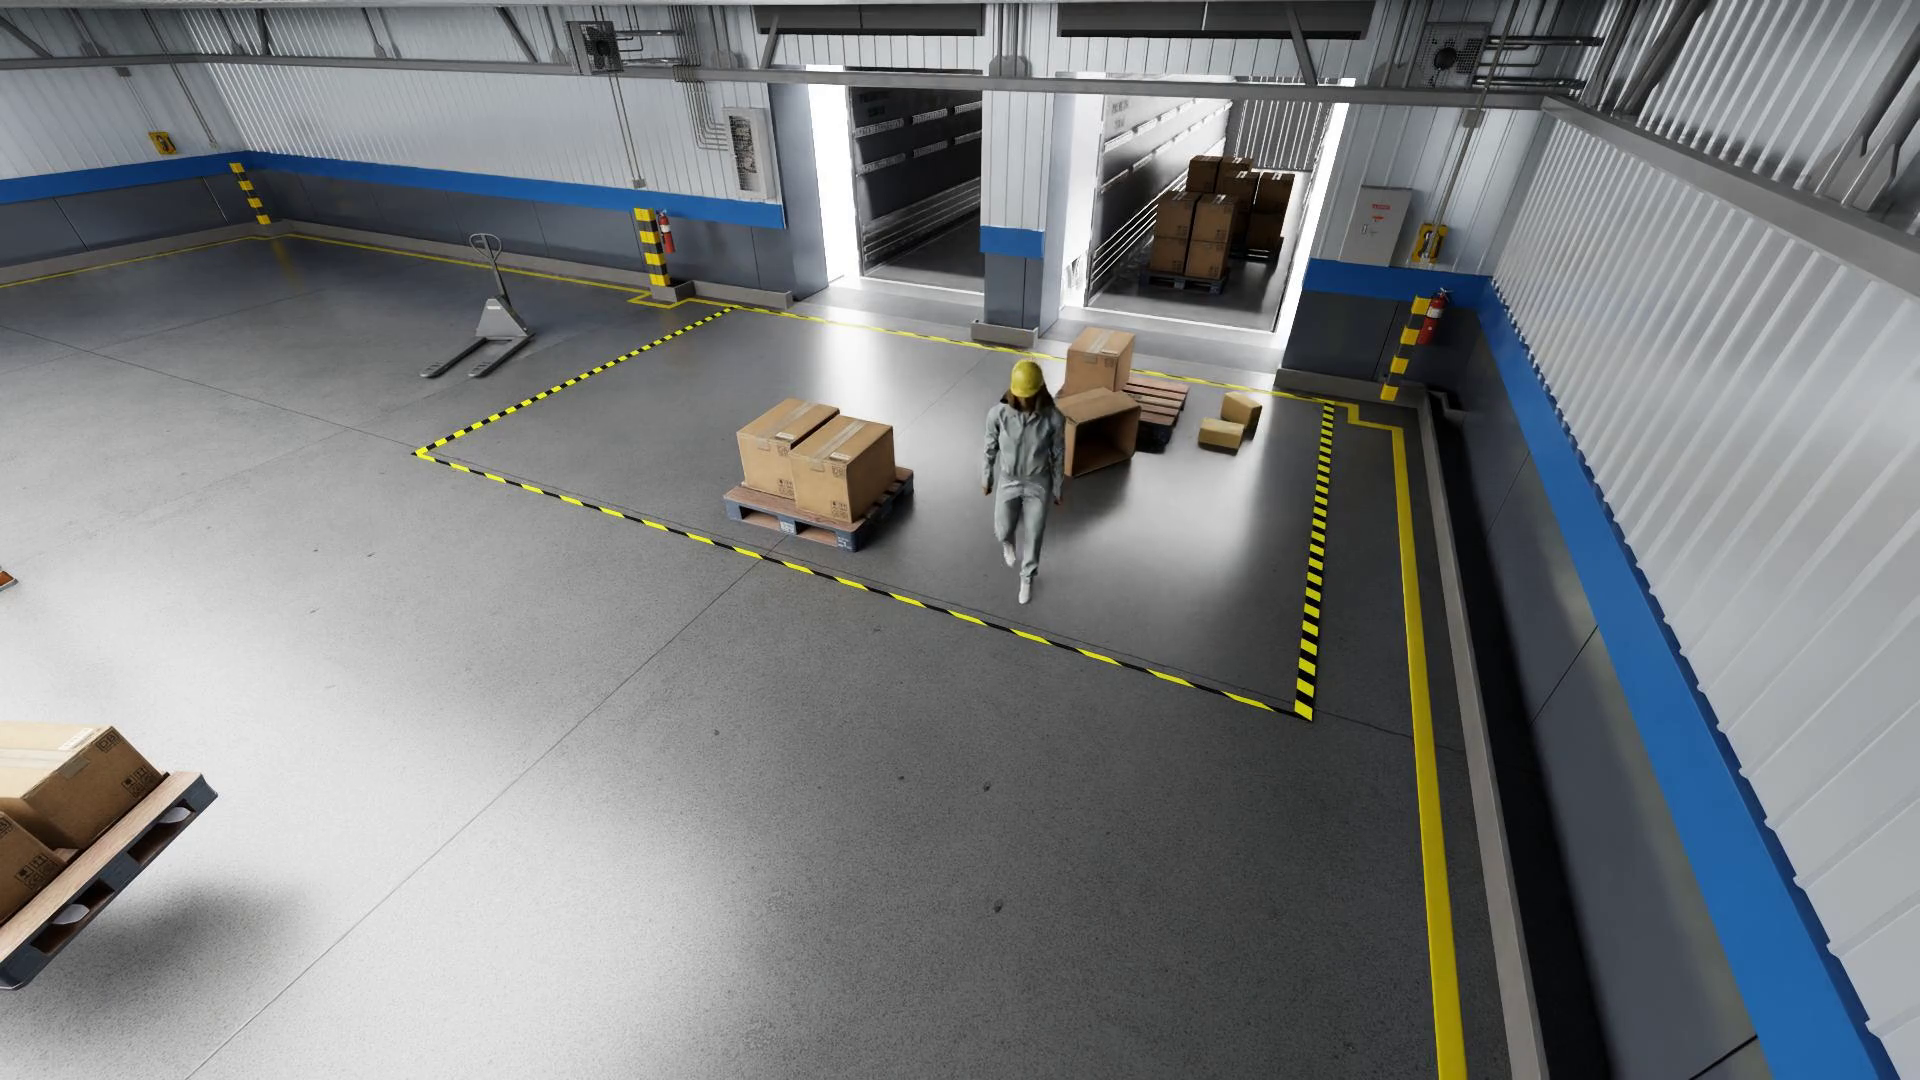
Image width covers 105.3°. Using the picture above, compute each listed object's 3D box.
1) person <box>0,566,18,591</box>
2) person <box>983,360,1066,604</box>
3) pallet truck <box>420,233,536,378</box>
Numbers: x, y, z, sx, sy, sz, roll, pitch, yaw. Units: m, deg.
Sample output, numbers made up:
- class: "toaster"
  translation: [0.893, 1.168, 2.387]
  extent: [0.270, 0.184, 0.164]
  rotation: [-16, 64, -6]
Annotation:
- class: "person"
  translation: [-6.916, -0.451, 4.642]
  extent: [0.606, 1.947, 0.387]
  rotation: [16, 39, 21]
- class: "person"
  translation: [0.411, -0.405, 4.771]
  extent: [0.524, 1.714, 0.585]
  rotation: [3, 36, 4]
- class: "pallet truck"
  translation: [-5.664, -2.712, 8.427]
  extent: [0.680, 1.201, 1.601]
  rotation: [0, 35, -1]
